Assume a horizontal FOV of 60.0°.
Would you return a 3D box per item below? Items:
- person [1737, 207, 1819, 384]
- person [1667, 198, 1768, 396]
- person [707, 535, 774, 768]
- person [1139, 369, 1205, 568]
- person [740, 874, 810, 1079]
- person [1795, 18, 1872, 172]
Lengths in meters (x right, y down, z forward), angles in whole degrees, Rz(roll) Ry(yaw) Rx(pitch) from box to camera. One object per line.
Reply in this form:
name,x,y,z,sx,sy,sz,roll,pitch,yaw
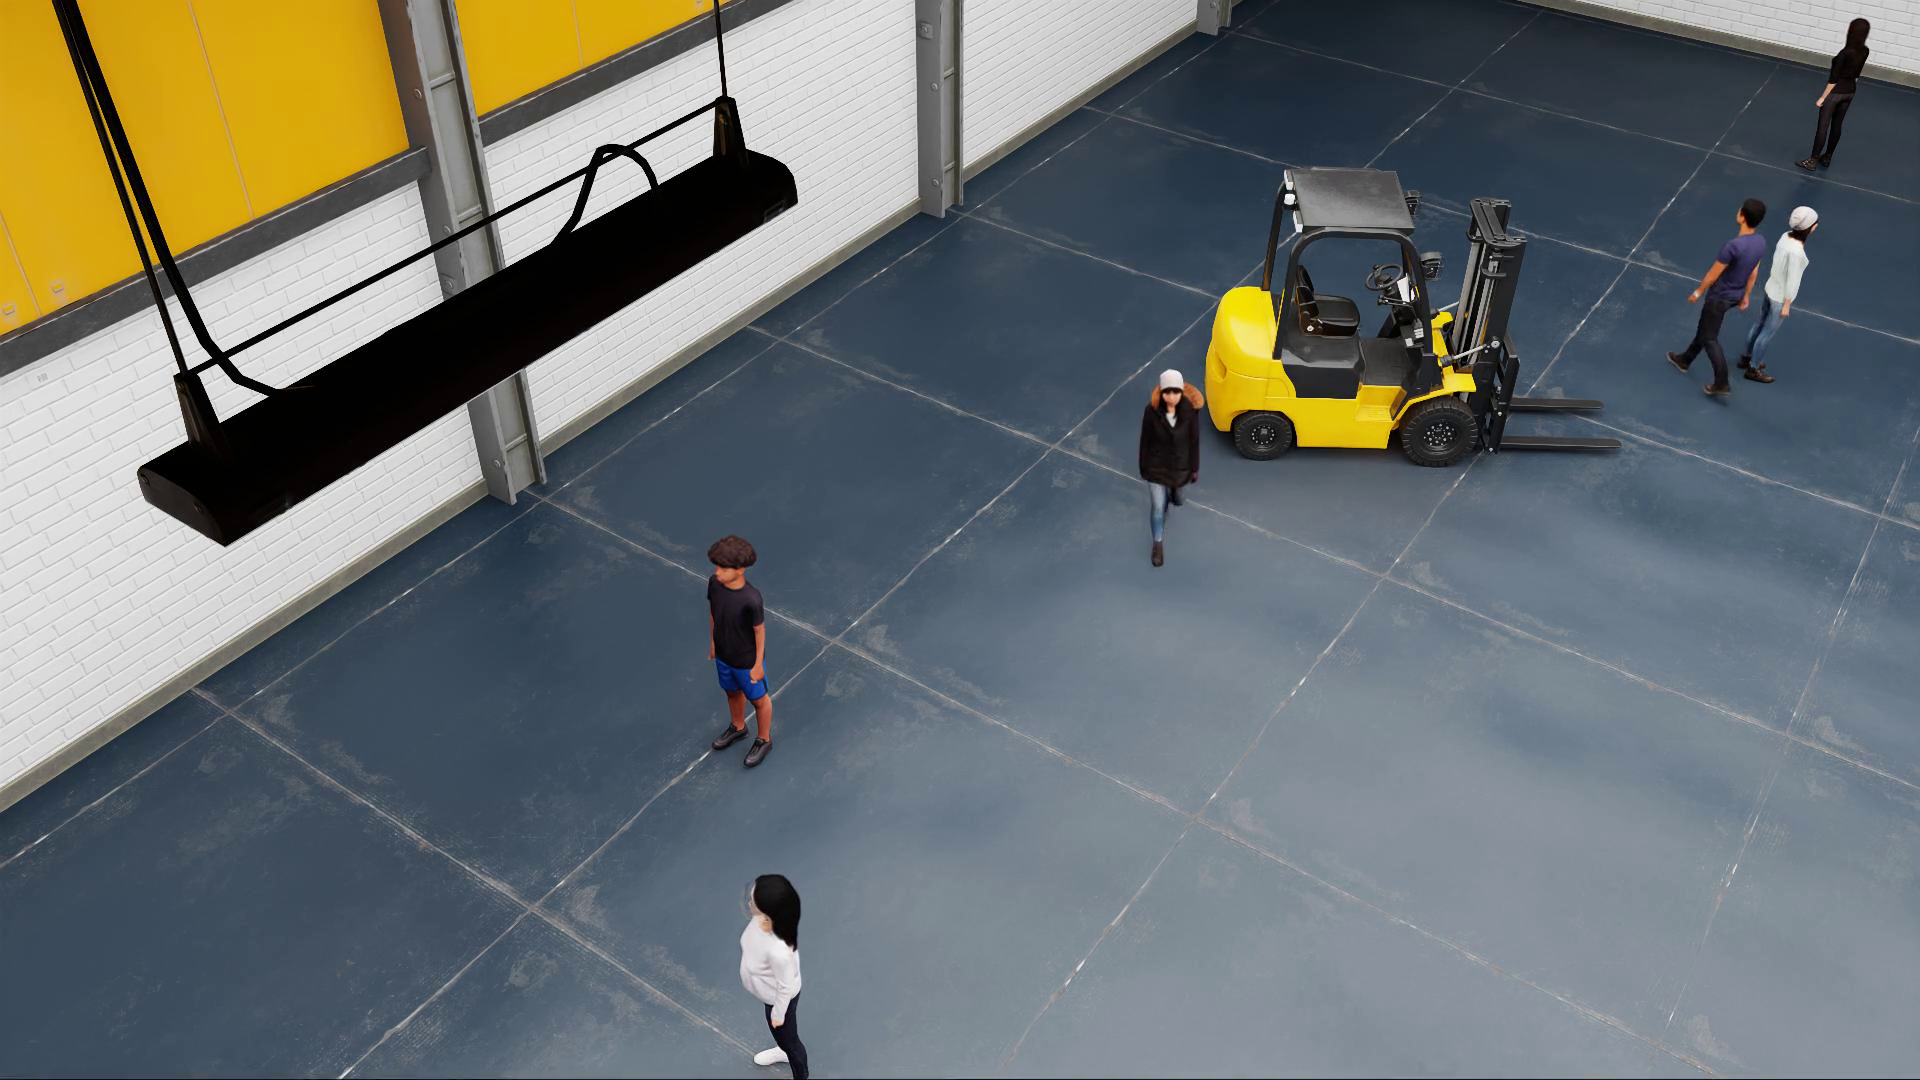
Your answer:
person,7.144,-2.157,14.494,0.702,1.645,0.589,4,39,5
person,6.592,-2.045,14.259,1.066,1.763,0.979,-21,43,-24
person,-1.426,0.701,10.792,0.581,1.799,0.563,23,44,27
person,1.578,-0.610,12.580,0.917,1.616,1.021,-1,39,-1
person,-0.962,2.353,8.802,0.743,1.701,0.713,-13,40,-15
person,9.386,-4.752,17.746,0.607,1.642,0.708,-14,41,-17
